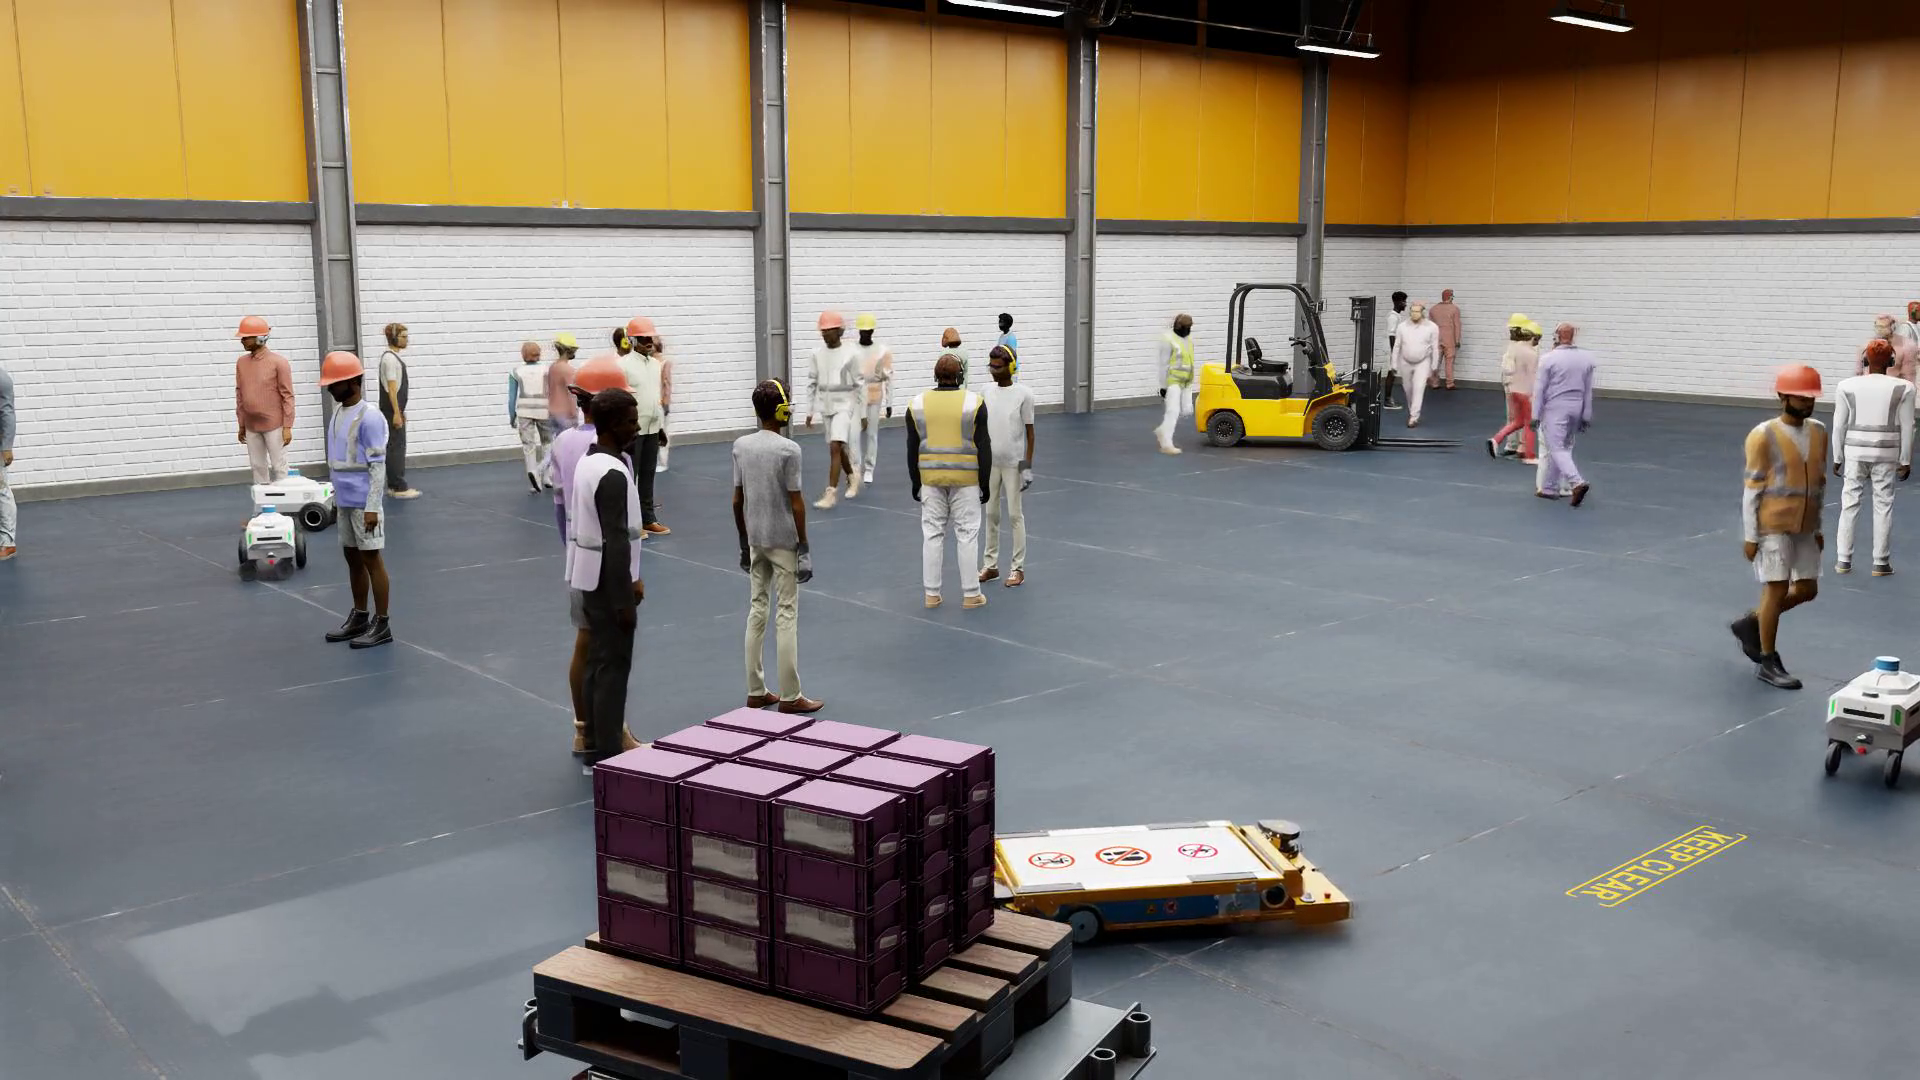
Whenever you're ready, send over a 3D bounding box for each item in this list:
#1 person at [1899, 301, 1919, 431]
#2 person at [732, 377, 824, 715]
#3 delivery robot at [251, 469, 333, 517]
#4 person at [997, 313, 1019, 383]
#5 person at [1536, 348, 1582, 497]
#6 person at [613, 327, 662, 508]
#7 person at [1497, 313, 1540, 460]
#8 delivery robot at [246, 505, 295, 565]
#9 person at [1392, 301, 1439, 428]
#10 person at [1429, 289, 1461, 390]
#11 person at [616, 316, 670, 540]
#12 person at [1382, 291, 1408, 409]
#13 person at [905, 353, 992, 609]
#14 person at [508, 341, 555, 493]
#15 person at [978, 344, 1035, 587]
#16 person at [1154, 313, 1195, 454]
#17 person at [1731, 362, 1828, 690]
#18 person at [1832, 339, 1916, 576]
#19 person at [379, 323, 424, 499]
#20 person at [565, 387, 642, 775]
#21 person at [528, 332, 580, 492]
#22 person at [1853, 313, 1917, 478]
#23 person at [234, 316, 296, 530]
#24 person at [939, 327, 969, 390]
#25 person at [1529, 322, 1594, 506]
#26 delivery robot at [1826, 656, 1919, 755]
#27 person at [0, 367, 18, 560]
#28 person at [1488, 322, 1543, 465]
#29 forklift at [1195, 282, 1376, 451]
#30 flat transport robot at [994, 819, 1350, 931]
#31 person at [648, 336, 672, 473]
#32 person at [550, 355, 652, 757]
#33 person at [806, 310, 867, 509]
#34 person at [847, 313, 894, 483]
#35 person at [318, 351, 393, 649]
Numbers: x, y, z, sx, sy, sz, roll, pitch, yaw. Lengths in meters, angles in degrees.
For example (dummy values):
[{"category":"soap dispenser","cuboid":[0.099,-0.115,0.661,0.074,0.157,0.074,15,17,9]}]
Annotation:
[{"category":"person","cuboid":[13.666,-2.486,23.953,0.356,1.884,0.572,8,12,39]},{"category":"person","cuboid":[-1.021,0.041,9.199,0.512,1.873,0.329,7,12,34]},{"category":"delivery robot","cuboid":[-6.183,-0.418,15.454,0.707,0.478,0.477,-1,10,-4]},{"category":"person","cuboid":[0.707,-2.558,24.948,0.321,1.690,0.536,-3,10,-15]},{"category":"person","cuboid":[6.314,-1.271,17.560,0.522,1.636,0.310,7,12,36]},{"category":"person","cuboid":[-3.440,-1.211,16.622,0.771,1.841,0.527,-1,10,-5]},{"category":"person","cuboid":[6.955,-1.913,20.747,0.403,1.830,0.597,-2,10,-12]},{"category":"delivery robot","cuboid":[-5.479,-0.036,13.220,0.477,0.478,0.707,-4,10,-21]},{"category":"person","cuboid":[6.824,-2.639,24.909,0.657,1.872,0.946,6,11,30]},{"category":"person","cuboid":[9.219,-3.797,31.564,0.401,1.910,0.640,-9,13,-43]},{"category":"person","cuboid":[-2.864,-1.010,14.984,0.383,1.996,0.609,5,11,29]},{"category":"person","cuboid":[7.237,-3.162,27.704,0.387,1.957,0.616,3,10,18]},{"category":"person","cuboid":[-0.067,-0.419,11.974,0.620,1.845,0.430,2,10,13]},{"category":"person","cuboid":[-4.587,-1.327,17.916,0.538,1.617,0.541,-2,10,-12]},{"category":"person","cuboid":[0.332,-0.570,12.800,0.521,1.865,0.327,6,11,32]},{"category":"person","cuboid":[2.765,-2.015,21.444,0.503,1.801,0.657,8,13,39]},{"category":"person","cuboid":[4.851,-0.098,9.866,0.560,1.921,0.544,-3,10,-19]},{"category":"person","cuboid":[7.242,-0.652,13.213,0.575,1.885,0.355,7,12,35]},{"category":"person","cuboid":[-5.864,-1.347,17.449,0.436,1.839,0.531,-3,10,-18]},{"category":"person","cuboid":[-1.685,0.230,7.956,0.373,1.915,0.596,-4,11,-23]},{"category":"person","cuboid":[-4.194,-1.296,17.385,0.560,1.744,0.550,-8,13,-39]},{"category":"person","cuboid":[10.562,-1.647,19.015,0.598,1.889,0.666,-8,13,-40]},{"category":"person","cuboid":[-6.407,-1.062,15.300,0.618,1.989,0.392,4,10,21]},{"category":"person","cuboid":[-0.091,-1.879,21.128,0.498,1.633,0.278,-9,13,-44]},{"category":"person","cuboid":[6.202,-1.296,17.053,0.654,1.880,0.877,-4,10,-22]},{"category":"delivery robot","cuboid":[4.565,0.818,8.218,0.477,0.478,0.707,9,13,42]},{"category":"person","cuboid":[-8.159,-0.790,13.862,0.627,1.940,0.376,2,10,14]},{"category":"person","cuboid":[6.820,-1.779,20.219,0.605,1.742,0.534,-1,10,-5]},{"category":"forklift","cuboid":[4.328,-2.346,22.227,2.313,2.155,1.214,3,10,16]},{"category":"flat transport robot","cuboid":[0.711,1.309,6.452,1.431,0.197,0.652,-2,10,-9]},{"category":"person","cuboid":[-3.584,-1.587,19.427,0.546,1.622,0.396,5,11,29]},{"category":"person","cuboid":[-1.773,0.105,8.314,0.378,2.045,0.605,-9,13,-44]},{"category":"person","cuboid":[-1.236,-1.354,17.005,0.623,2.000,1.019,5,11,25]},{"category":"person","cuboid":[-1.052,-1.547,18.388,0.625,1.897,0.819,0,10,2]},{"category":"person","cuboid":[-3.938,-0.262,10.799,0.542,1.931,0.366,9,13,41]}]
